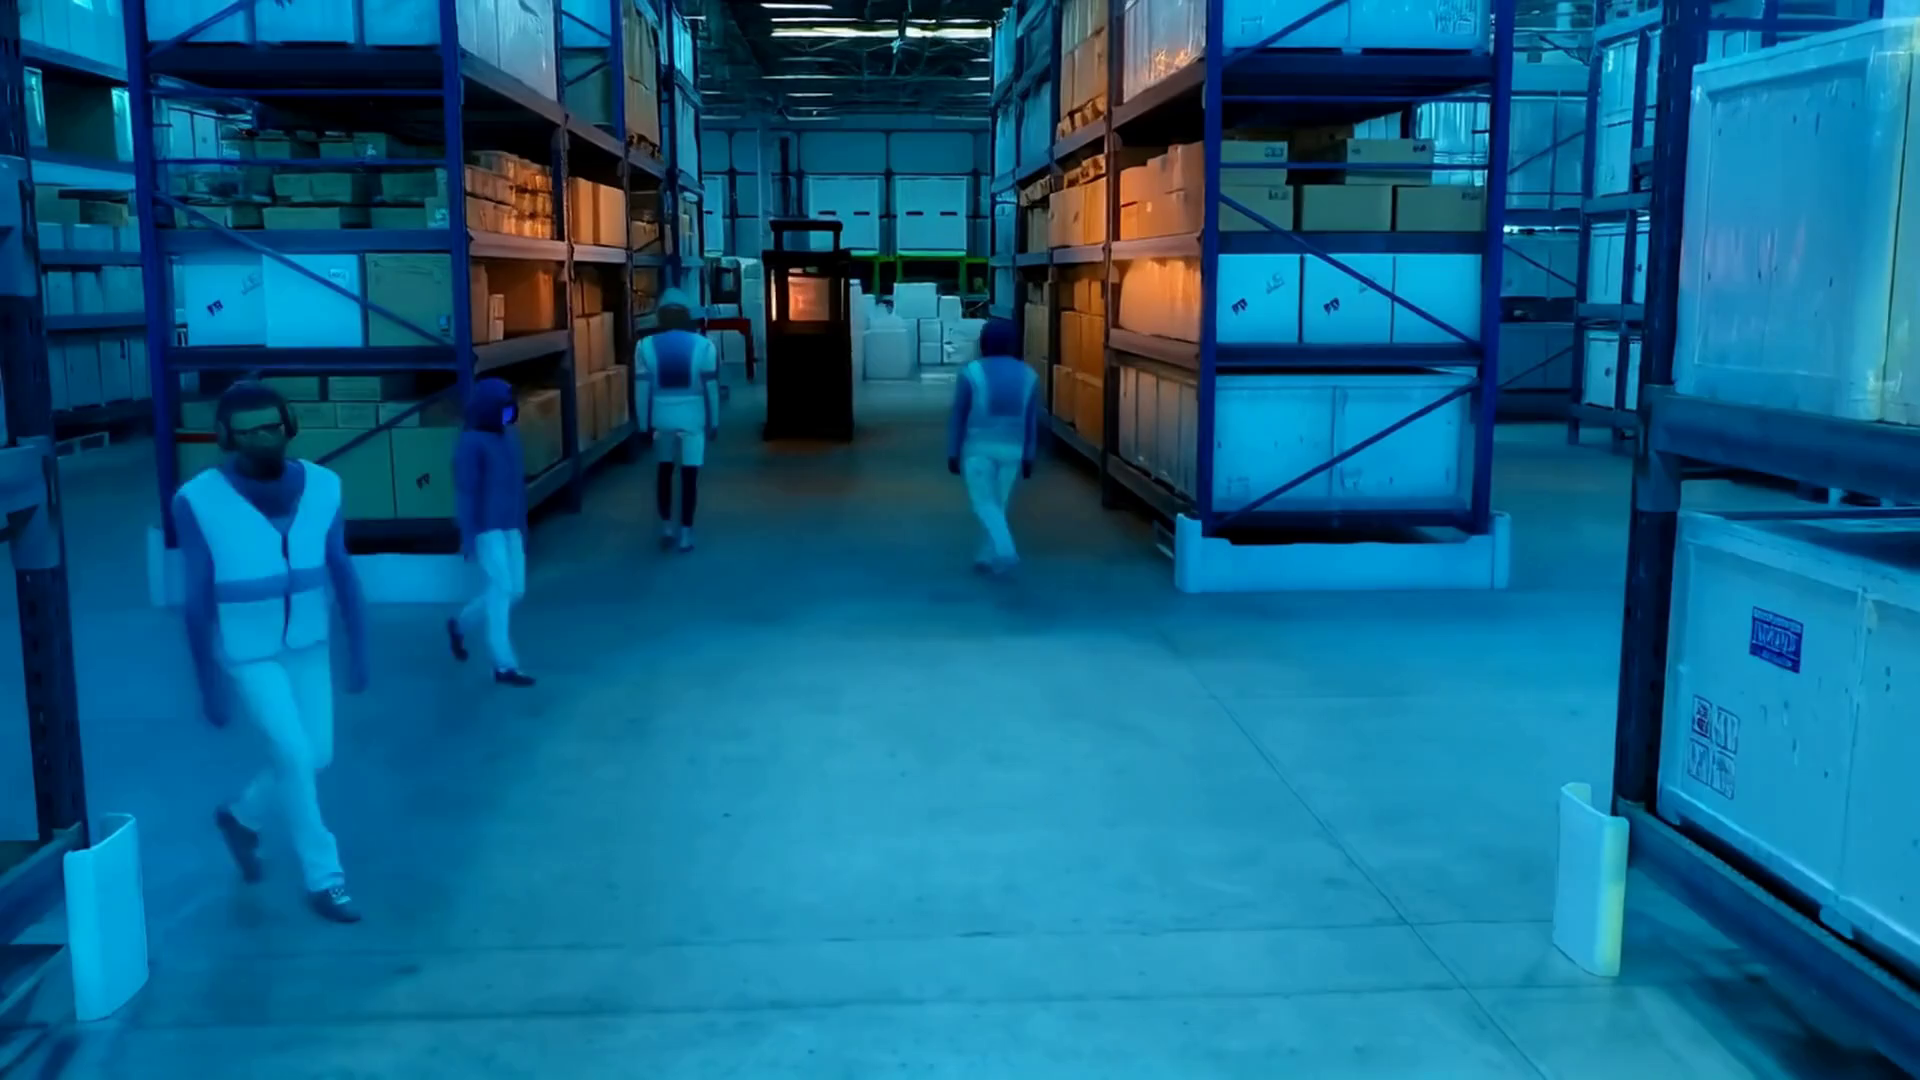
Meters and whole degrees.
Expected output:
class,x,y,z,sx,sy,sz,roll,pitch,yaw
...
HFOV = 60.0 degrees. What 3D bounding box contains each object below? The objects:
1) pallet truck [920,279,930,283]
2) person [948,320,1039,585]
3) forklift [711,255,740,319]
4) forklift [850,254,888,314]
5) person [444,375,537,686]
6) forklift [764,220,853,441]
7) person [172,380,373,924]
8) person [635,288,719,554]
class,x,y,z,sx,sy,sz,roll,pitch,yaw
pallet truck,-0.932,-8.922,63.114,1.885,1.965,0.823,2,9,13
person,0.260,-0.606,11.463,0.621,1.818,0.822,-5,10,-28
forklift,-8.400,-8.786,59.500,1.129,2.768,1.873,-1,9,-4
forklift,-3.336,-8.384,56.975,1.129,2.768,1.873,-5,10,-30
person,-2.473,-0.055,8.661,0.607,1.618,0.505,4,10,23
forklift,-1.973,-2.762,21.670,1.129,2.768,1.873,-1,9,-4
person,-2.312,0.360,5.482,0.716,1.796,0.660,7,11,37
person,-2.171,-0.926,12.859,0.620,2.005,0.850,-1,9,-7
